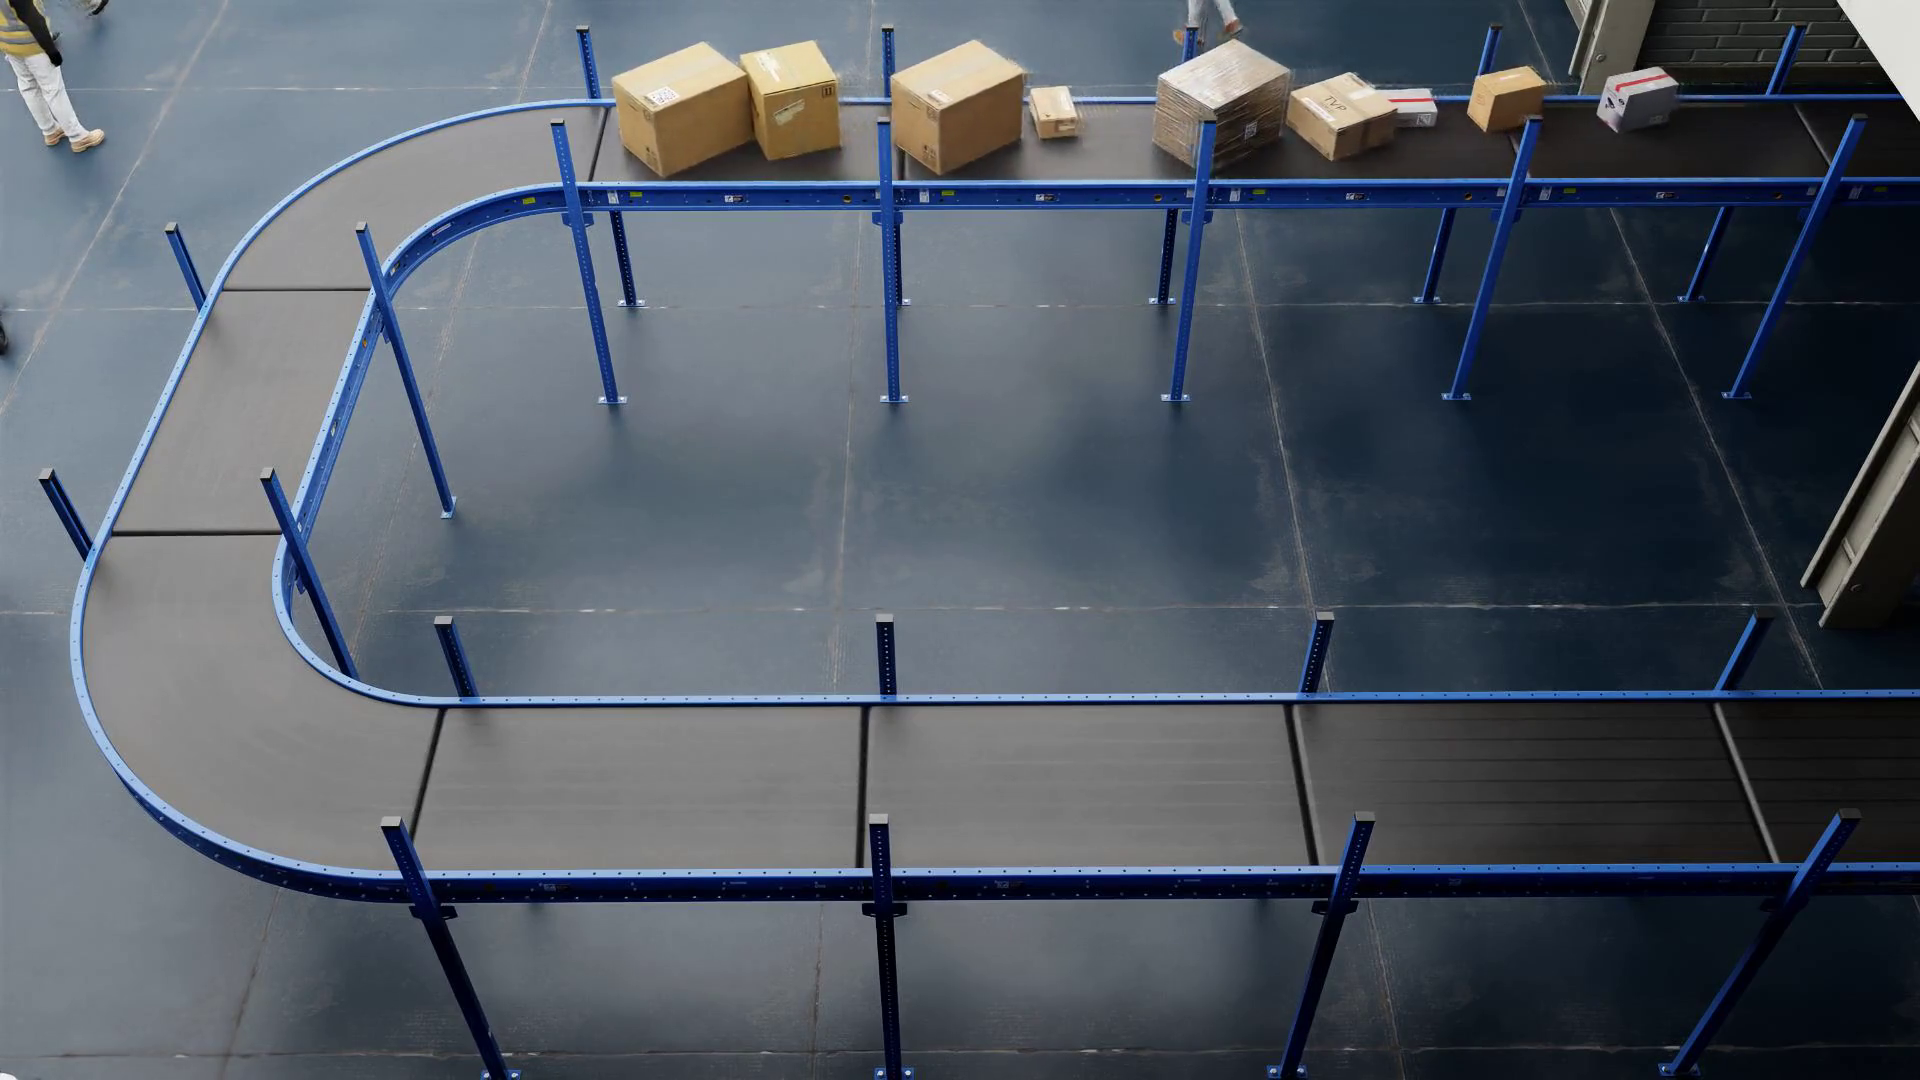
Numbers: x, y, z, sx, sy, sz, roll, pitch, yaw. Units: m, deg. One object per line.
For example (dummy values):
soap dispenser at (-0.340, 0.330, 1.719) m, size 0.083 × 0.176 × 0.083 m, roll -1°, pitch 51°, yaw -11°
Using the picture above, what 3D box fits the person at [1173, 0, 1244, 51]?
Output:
person at (2.160, -5.065, 14.697) m, size 0.533 × 1.920 × 0.633 m, roll 35°, pitch 56°, yaw 28°

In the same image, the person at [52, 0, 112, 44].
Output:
person at (-8.054, -5.239, 14.943) m, size 0.623 × 1.781 × 0.912 m, roll 16°, pitch 49°, yaw 14°

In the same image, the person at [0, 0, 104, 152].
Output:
person at (-7.447, -3.974, 13.732) m, size 0.619 × 1.839 × 0.430 m, roll 19°, pitch 50°, yaw 17°

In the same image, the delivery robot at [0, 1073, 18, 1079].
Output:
delivery robot at (-4.519, 2.898, 8.145) m, size 0.477 × 0.478 × 0.707 m, roll -31°, pitch 54°, yaw -26°
